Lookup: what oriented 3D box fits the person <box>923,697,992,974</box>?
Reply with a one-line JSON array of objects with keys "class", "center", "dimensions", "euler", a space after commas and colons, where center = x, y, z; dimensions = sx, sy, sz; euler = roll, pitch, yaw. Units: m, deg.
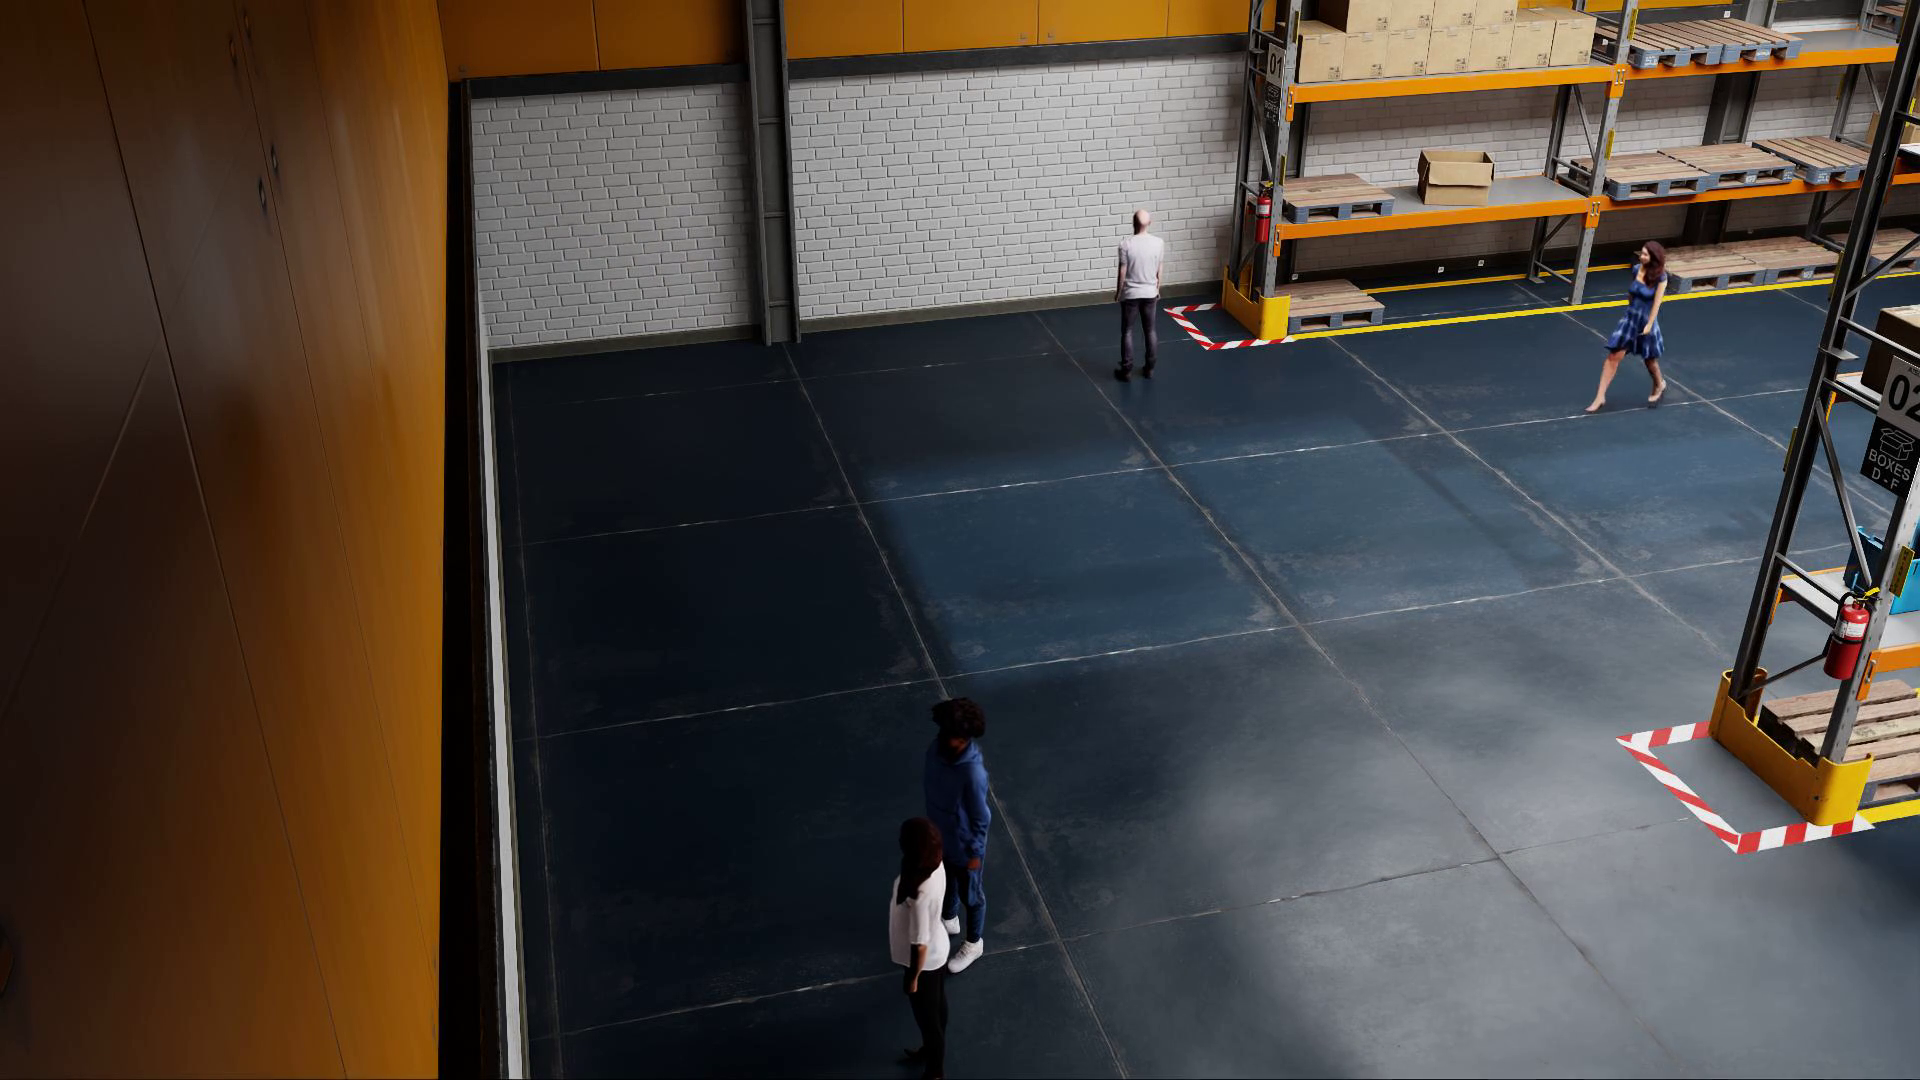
[{"class": "person", "center": [-0.013, 1.678, 9.647], "dimensions": [0.681, 1.811, 0.736], "euler": [-17, 33, -28]}]

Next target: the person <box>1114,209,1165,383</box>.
[{"class": "person", "center": [1.868, -2.561, 17.397], "dimensions": [0.507, 1.831, 0.701], "euler": [-7, 29, -12]}]

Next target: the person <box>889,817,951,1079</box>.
[{"class": "person", "center": [-0.176, 2.185, 8.735], "dimensions": [0.640, 1.794, 0.669], "euler": [3, 29, 5]}]

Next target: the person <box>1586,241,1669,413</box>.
[{"class": "person", "center": [6.846, -2.095, 16.616], "dimensions": [1.217, 1.760, 0.831], "euler": [-15, 32, -25]}]
